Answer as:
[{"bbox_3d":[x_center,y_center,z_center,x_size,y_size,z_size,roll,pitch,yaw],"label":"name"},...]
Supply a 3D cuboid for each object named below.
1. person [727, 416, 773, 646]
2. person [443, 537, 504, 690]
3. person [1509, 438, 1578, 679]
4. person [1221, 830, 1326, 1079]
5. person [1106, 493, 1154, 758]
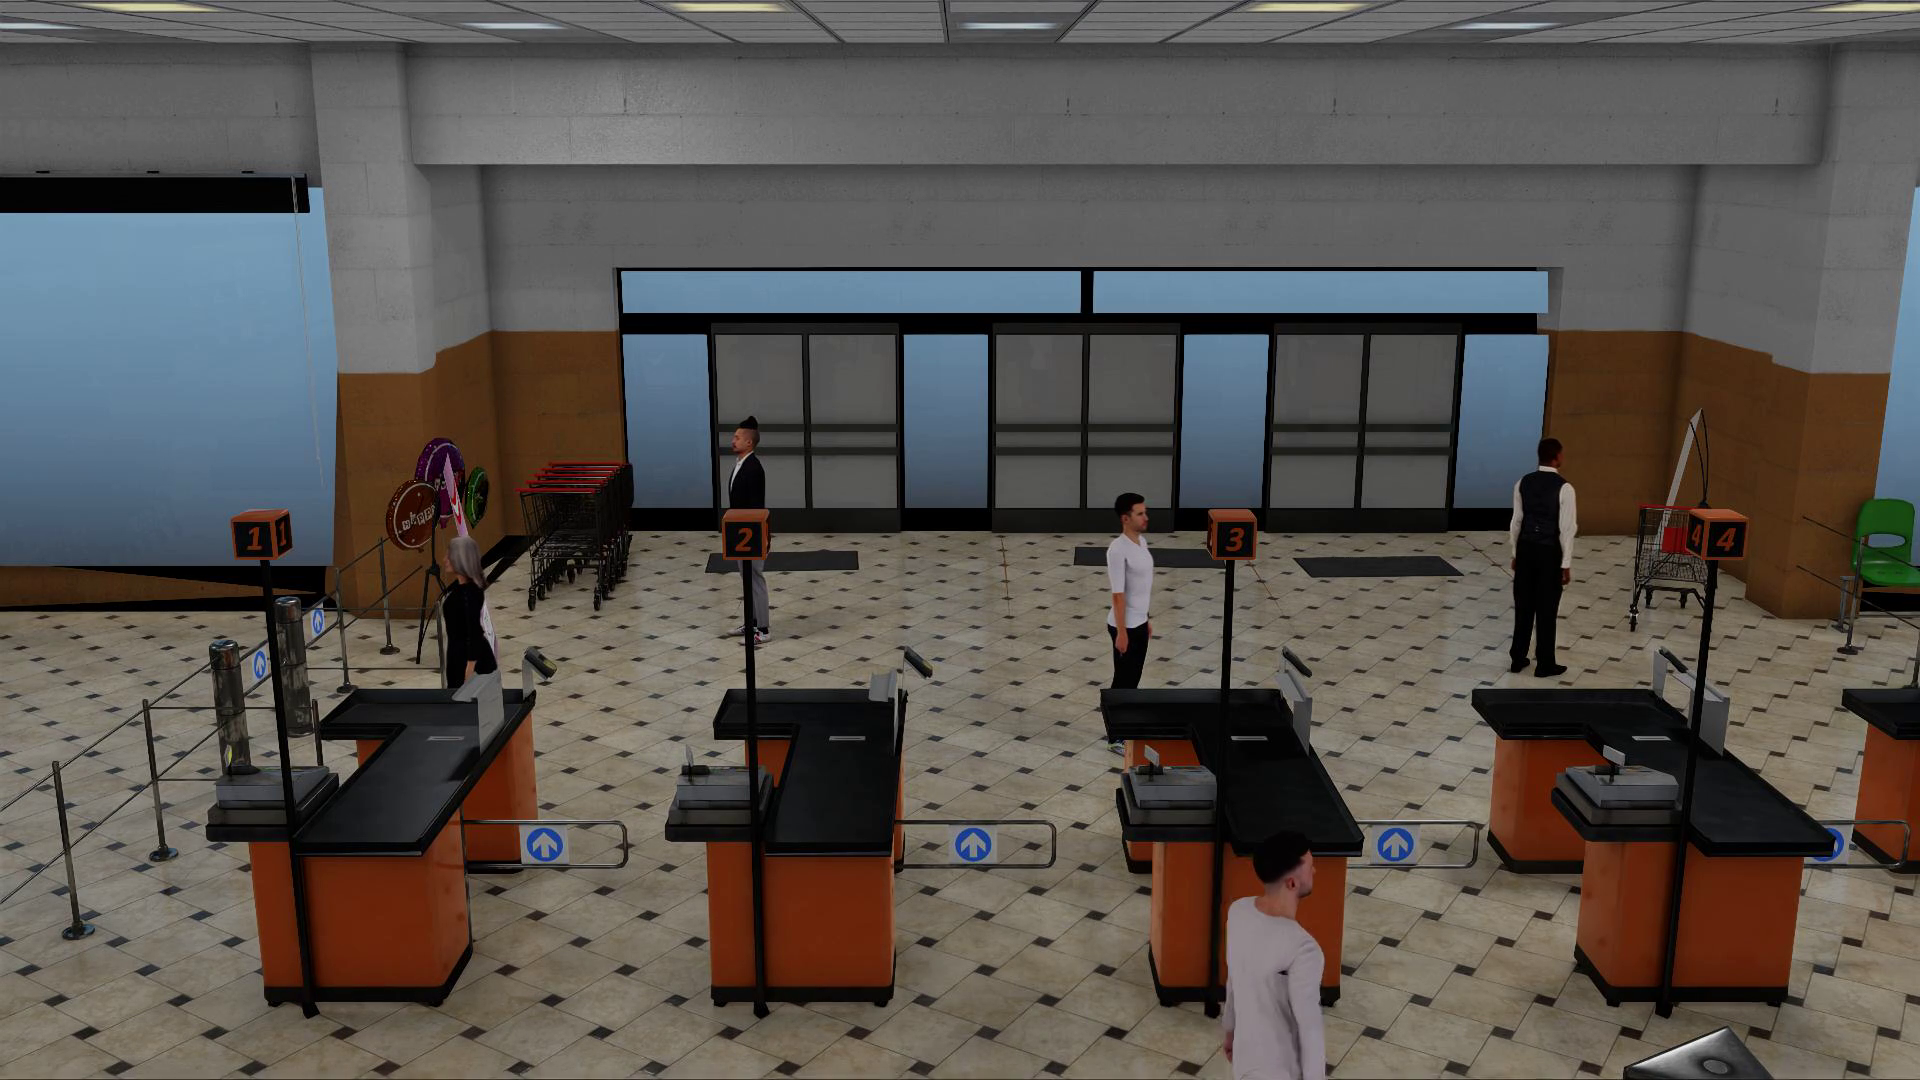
[{"bbox_3d":[-1.791,-0.091,14.179,0.852,1.950,0.689,-6,15,-23],"label":"person"},{"bbox_3d":[-3.193,0.823,10.843,0.738,1.746,0.619,-5,15,-20],"label":"person"},{"bbox_3d":[4.648,0.132,13.330,0.836,1.918,0.761,-12,18,-41],"label":"person"},{"bbox_3d":[1.106,1.931,6.107,0.903,1.826,0.919,-5,15,-20],"label":"person"},{"bbox_3d":[1.182,0.574,11.647,0.813,1.851,0.679,7,15,27],"label":"person"}]
